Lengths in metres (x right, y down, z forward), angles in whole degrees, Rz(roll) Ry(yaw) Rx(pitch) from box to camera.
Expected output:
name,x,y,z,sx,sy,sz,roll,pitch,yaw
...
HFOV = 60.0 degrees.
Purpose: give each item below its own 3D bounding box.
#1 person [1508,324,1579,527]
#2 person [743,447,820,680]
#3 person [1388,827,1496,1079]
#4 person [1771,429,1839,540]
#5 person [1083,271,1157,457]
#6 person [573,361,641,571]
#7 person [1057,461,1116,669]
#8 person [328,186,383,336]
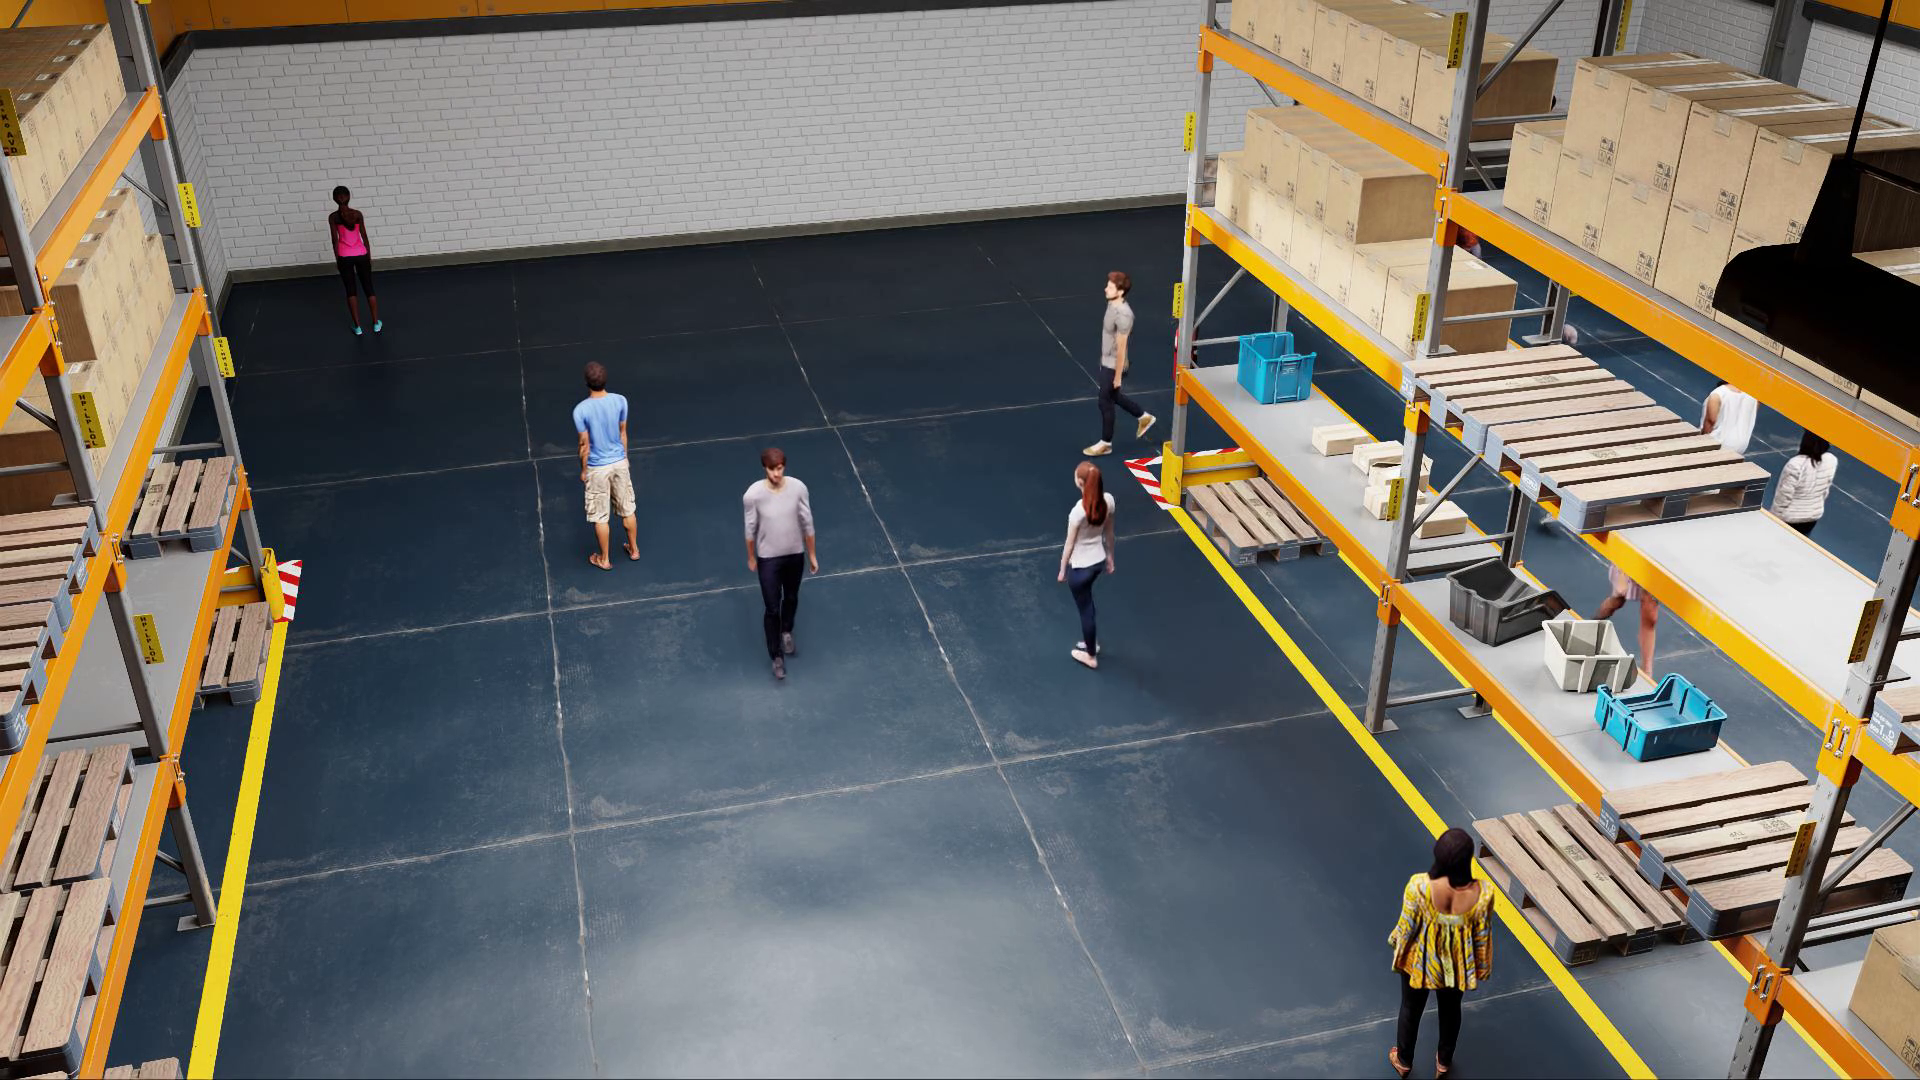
name,x,y,z,sx,sy,sz,roll,pitch,yaw
person,5.312,-1.003,14.872,0.744,1.795,1.160,-10,30,-18
person,-1.403,0.075,12.871,0.720,1.821,0.936,-11,30,-19
person,2.592,2.264,9.032,0.825,1.654,0.867,2,29,4
person,6.866,-0.231,13.621,0.602,1.638,0.528,-7,29,-13
person,1.569,-1.705,16.074,0.815,1.877,0.958,-3,29,-5
person,-3.004,-0.640,14.138,0.723,1.863,0.701,-20,34,-32
person,1.036,0.235,12.674,0.690,1.728,0.715,-23,36,-36
person,-6.922,-3.203,18.981,0.582,1.724,0.587,-12,31,-21
